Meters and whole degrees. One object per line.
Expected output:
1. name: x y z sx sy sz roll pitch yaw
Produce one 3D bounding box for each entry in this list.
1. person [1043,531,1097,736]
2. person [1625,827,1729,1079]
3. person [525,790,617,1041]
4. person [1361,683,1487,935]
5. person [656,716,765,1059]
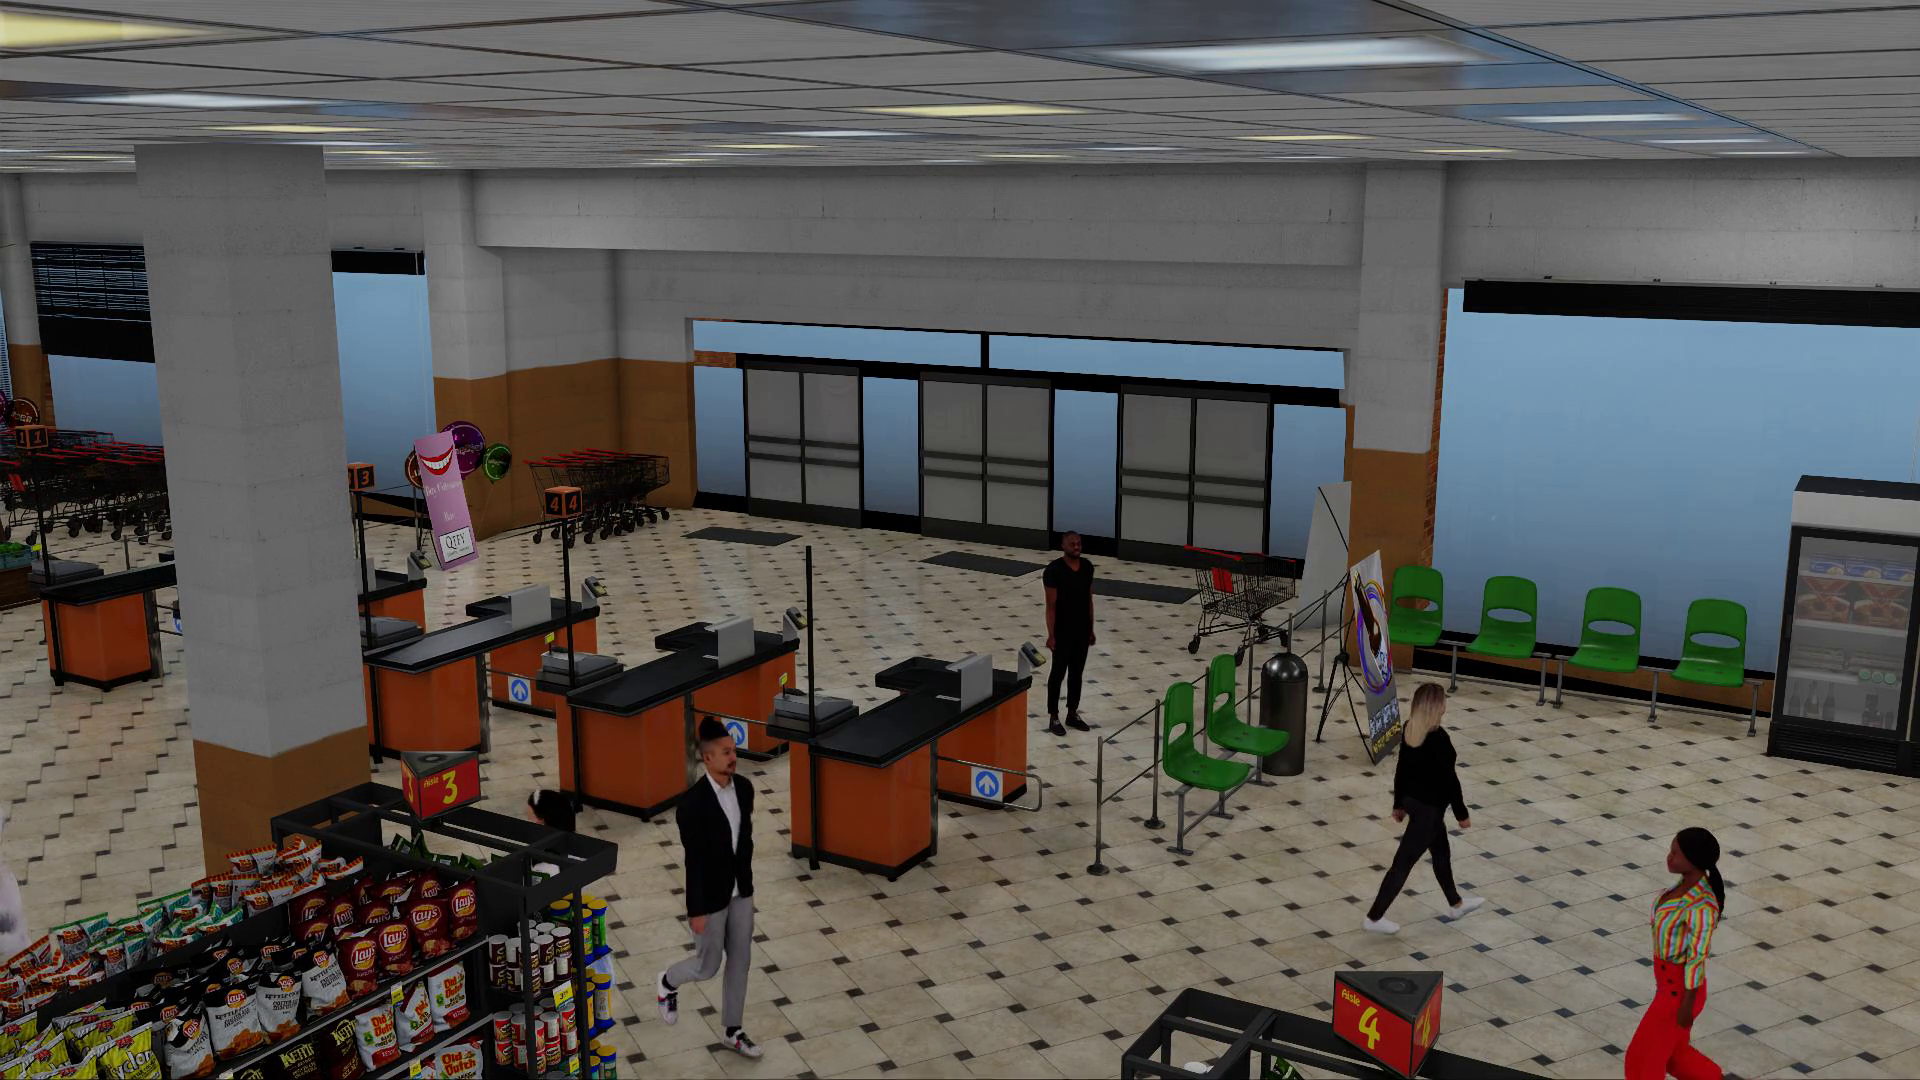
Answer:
1. person: 0.971 0.803 14.723 0.672 1.819 0.805 -7 14 -30
2. person: 3.552 2.236 8.032 0.797 1.772 1.003 3 12 15
3. person: -1.937 2.134 8.441 0.870 1.803 0.847 2 12 11
4. person: 2.875 1.766 10.594 1.165 1.635 1.130 -3 12 -13
5. person: -1.407 1.904 9.206 0.862 1.938 0.961 9 15 37
